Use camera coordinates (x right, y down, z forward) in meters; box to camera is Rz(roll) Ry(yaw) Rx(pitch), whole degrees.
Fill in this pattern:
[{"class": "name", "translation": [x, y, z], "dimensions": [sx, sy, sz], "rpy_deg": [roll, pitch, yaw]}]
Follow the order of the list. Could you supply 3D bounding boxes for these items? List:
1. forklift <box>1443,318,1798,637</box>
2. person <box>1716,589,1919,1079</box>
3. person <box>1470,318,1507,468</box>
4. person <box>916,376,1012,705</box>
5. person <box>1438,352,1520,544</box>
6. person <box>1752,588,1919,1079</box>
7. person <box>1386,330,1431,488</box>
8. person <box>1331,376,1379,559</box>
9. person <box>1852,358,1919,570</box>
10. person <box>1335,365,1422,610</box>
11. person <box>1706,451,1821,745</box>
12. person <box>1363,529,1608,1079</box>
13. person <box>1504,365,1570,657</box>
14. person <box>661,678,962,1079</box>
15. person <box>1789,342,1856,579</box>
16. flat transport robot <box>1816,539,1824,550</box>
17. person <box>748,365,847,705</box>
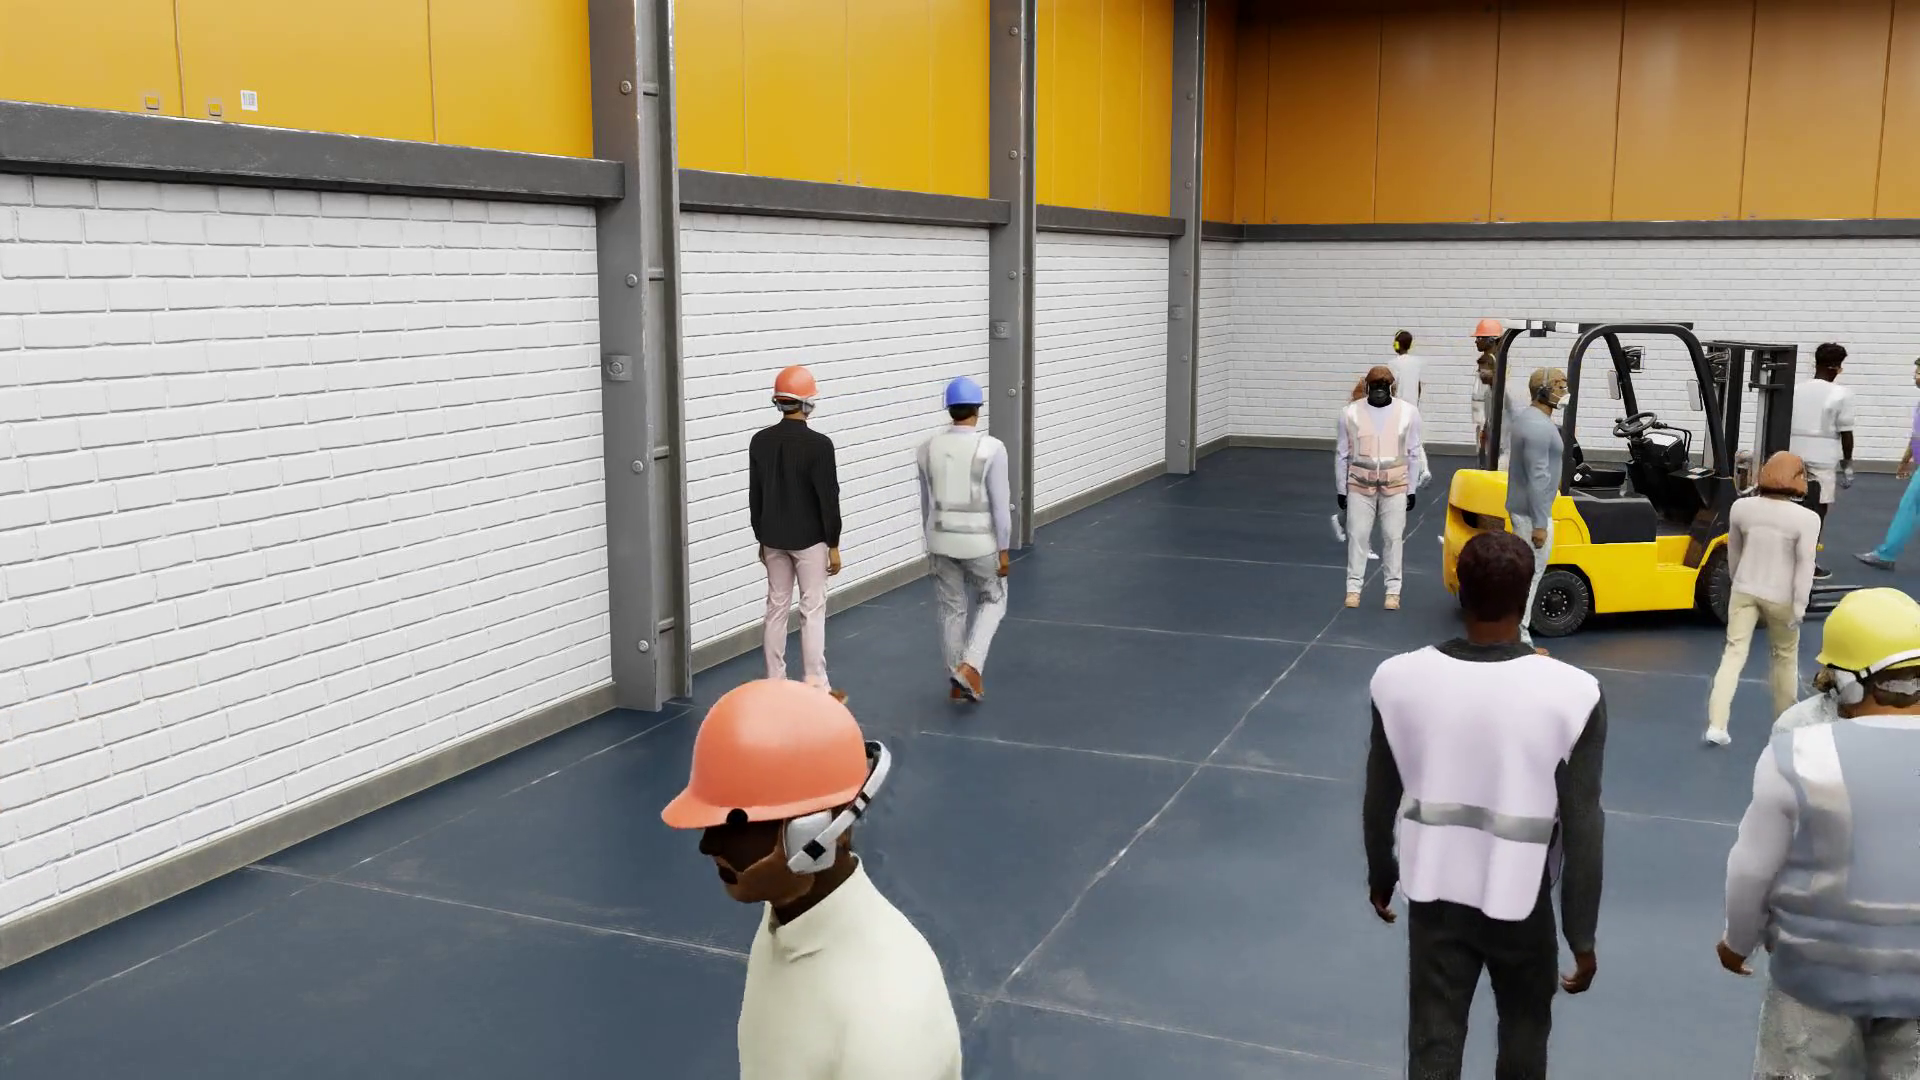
[{"class": "forklift", "translation": [4.706, -0.497, 11.990], "dimensions": [2.313, 2.155, 1.214], "rpy_deg": [-2, 10, -10]}, {"class": "person", "translation": [2.158, 1.021, 3.950], "dimensions": [0.609, 1.805, 0.481], "rpy_deg": [1, 9, 5]}, {"class": "person", "translation": [5.257, -1.191, 16.653], "dimensions": [0.371, 2.044, 0.608], "rpy_deg": [2, 10, 11]}, {"class": "person", "translation": [0.031, 0.018, 9.678], "dimensions": [0.609, 1.927, 0.485], "rpy_deg": [5, 11, 28]}, {"class": "person", "translation": [4.789, -0.751, 14.741], "dimensions": [1.034, 1.810, 0.564], "rpy_deg": [-1, 9, -5]}, {"class": "person", "translation": [2.374, 0.979, 4.406], "dimensions": [0.492, 1.742, 0.318], "rpy_deg": [0, 9, 2]}, {"class": "person", "translation": [5.191, -1.522, 19.343], "dimensions": [0.512, 1.827, 0.953], "rpy_deg": [-2, 10, -13]}, {"class": "person", "translation": [3.532, -0.665, 14.778], "dimensions": [0.536, 1.605, 0.705], "rpy_deg": [-5, 11, -27]}, {"class": "person", "translation": [8.007, -0.633, 13.960], "dimensions": [0.903, 1.801, 0.587], "rpy_deg": [4, 10, 23]}, {"class": "person", "translation": [3.115, -0.387, 12.435], "dimensions": [0.619, 1.836, 0.431], "rpy_deg": [2, 10, 14]}, {"class": "person", "translation": [4.331, 0.310, 8.940], "dimensions": [0.876, 1.586, 0.513], "rpy_deg": [-8, 12, -41]}, {"class": "person", "translation": [1.394, 0.902, 4.415], "dimensions": [0.625, 1.886, 0.846], "rpy_deg": [5, 11, 28]}, {"class": "person", "translation": [3.673, -0.149, 10.651], "dimensions": [0.356, 1.938, 0.633], "rpy_deg": [2, 10, 13]}, {"class": "person", "translation": [-0.241, 1.177, 2.524], "dimensions": [0.730, 1.961, 0.638], "rpy_deg": [-4, 10, -25]}, {"class": "person", "translation": [7.024, -0.650, 13.684], "dimensions": [0.429, 1.945, 0.650], "rpy_deg": [-5, 11, -30]}, {"class": "flat transport robot", "translation": [7.238, -0.096, 15.375], "dimensions": [0.652, 0.197, 1.431], "rpy_deg": [-1, 9, -7]}, {"class": "person", "translation": [-0.936, -0.005, 9.604], "dimensions": [0.618, 1.997, 0.373], "rpy_deg": [6, 11, 31]}]
